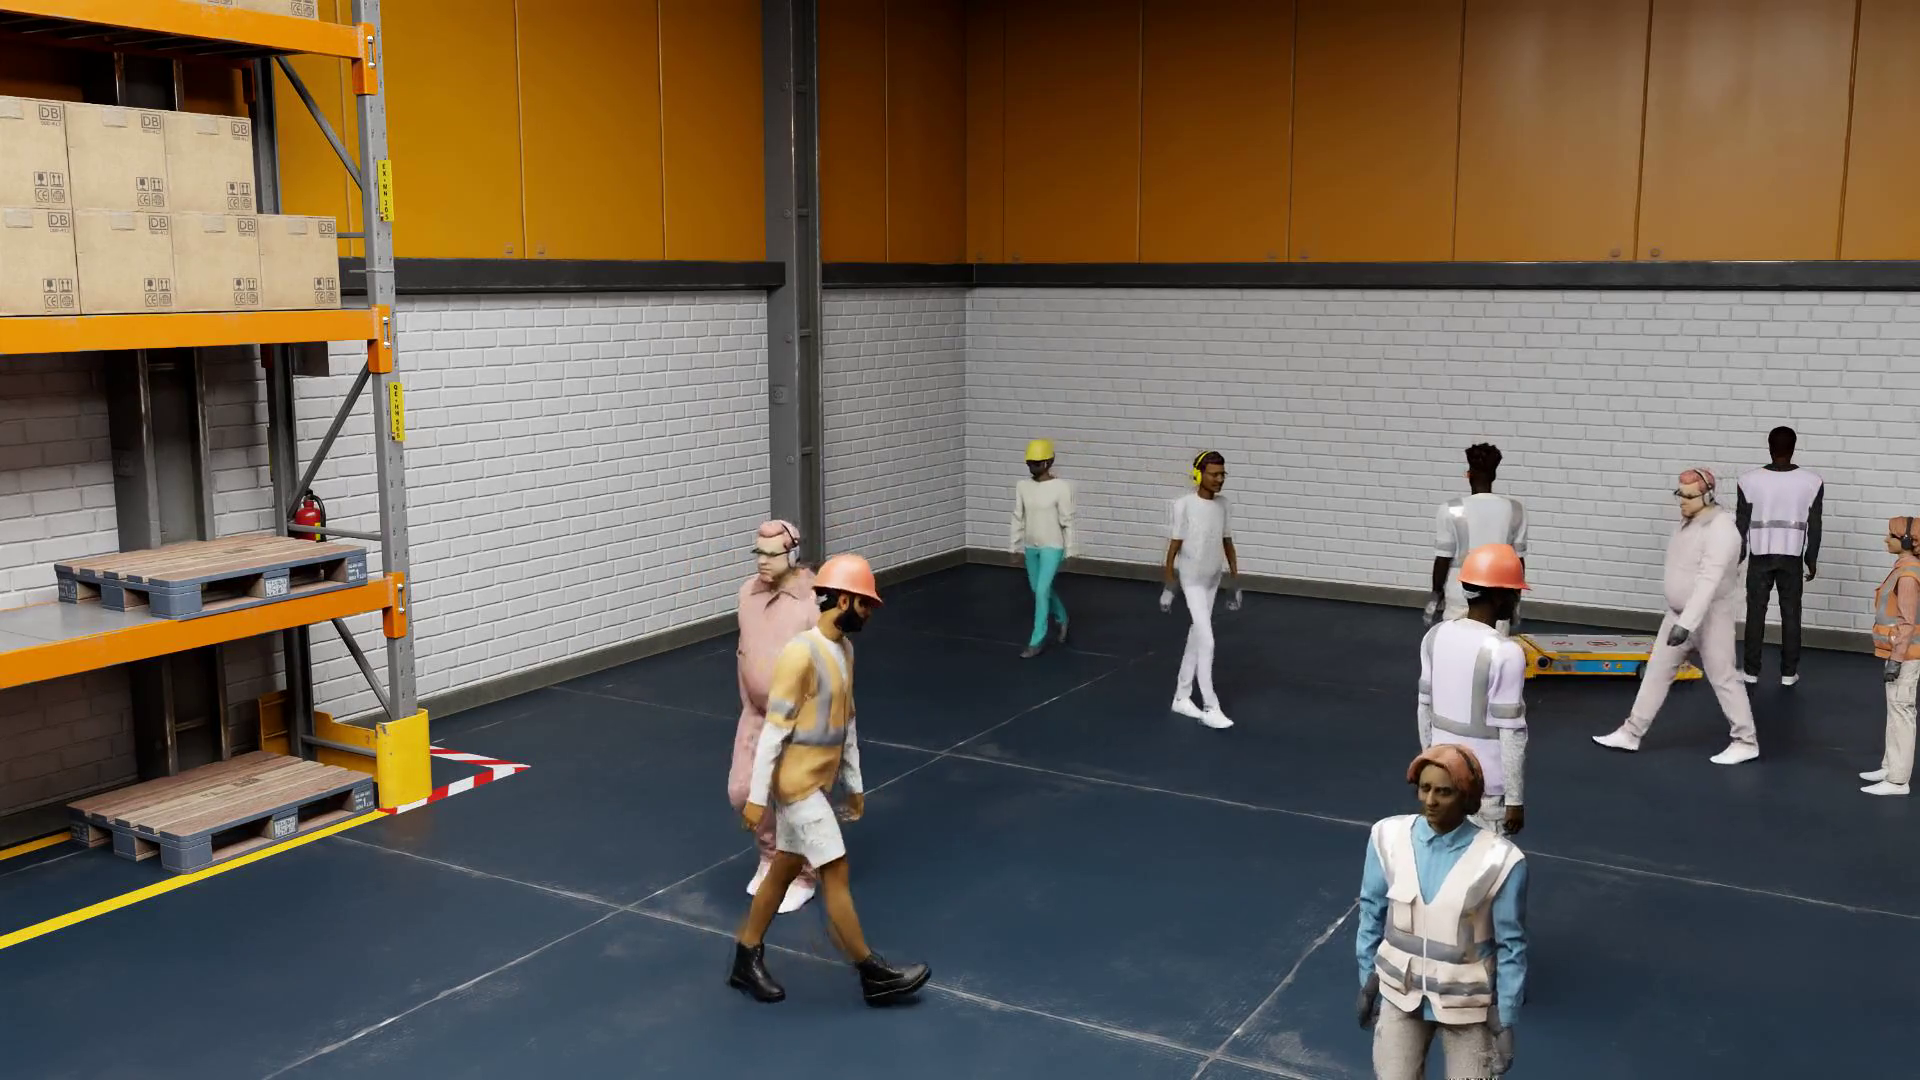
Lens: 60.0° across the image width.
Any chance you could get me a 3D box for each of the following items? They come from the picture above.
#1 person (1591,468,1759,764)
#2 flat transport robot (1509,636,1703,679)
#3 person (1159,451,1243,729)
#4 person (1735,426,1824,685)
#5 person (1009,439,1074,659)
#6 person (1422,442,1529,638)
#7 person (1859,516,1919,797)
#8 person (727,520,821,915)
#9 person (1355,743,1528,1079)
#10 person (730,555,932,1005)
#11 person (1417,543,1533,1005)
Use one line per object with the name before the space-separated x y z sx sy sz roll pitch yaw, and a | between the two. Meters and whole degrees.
person | 4.518 0.477 10.251 0.963 1.849 0.631 -1 9 -4
flat transport robot | 4.792 0.880 12.632 1.431 0.197 0.652 0 9 3
person | 1.704 0.331 11.151 0.567 1.842 0.809 -7 11 -36
person | 6.018 0.119 12.275 0.588 1.914 0.392 3 10 19
person | 0.703 0.038 13.342 0.530 1.738 0.792 7 11 37
person | 3.300 0.354 10.646 0.633 1.964 0.361 -1 9 -4
person | 5.463 0.672 9.672 0.309 1.641 0.513 5 10 29
person | -0.839 0.838 7.859 0.642 1.889 0.427 5 11 31
person | 1.449 1.411 5.055 0.540 1.635 0.325 7 11 36
person | -0.555 1.007 6.866 0.935 1.866 0.624 2 9 12
person | 2.149 0.969 6.901 0.377 1.932 0.551 -4 10 -25
